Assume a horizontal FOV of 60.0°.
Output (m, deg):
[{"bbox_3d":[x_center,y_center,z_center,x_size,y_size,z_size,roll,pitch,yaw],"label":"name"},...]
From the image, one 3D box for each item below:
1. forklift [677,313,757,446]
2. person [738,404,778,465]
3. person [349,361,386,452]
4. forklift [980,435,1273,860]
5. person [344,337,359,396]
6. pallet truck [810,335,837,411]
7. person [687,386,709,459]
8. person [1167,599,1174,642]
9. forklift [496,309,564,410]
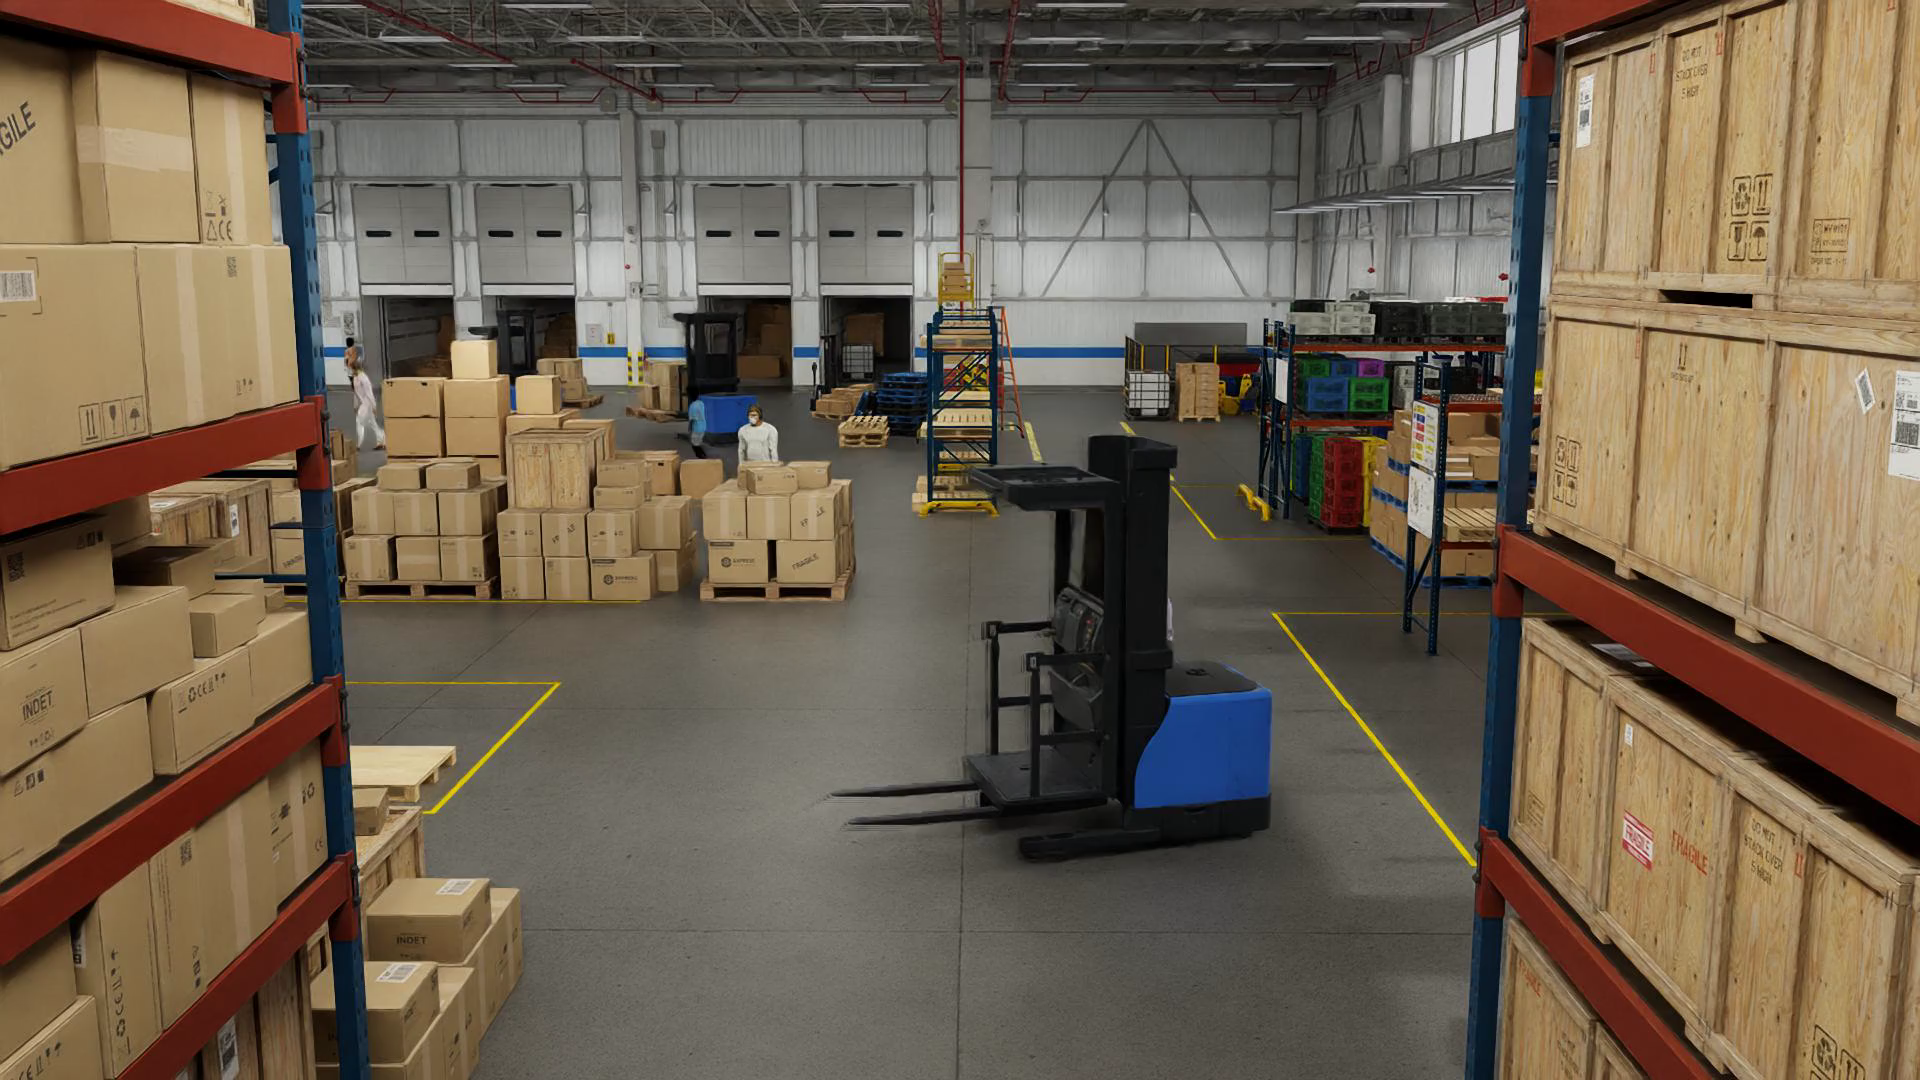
[{"bbox_3d":[-5.244,-3.509,35.948,1.129,2.768,1.873,-7,12,-33],"label":"forklift"},{"bbox_3d":[-2.964,-1.029,24.405,0.628,1.929,0.363,3,10,16],"label":"person"},{"bbox_3d":[-12.394,-2.770,34.532,0.956,1.882,0.651,-6,11,-29],"label":"person"},{"bbox_3d":[1.194,0.678,11.791,1.873,2.768,1.129,-3,10,-15],"label":"forklift"},{"bbox_3d":[-17.566,-5.004,48.004,0.363,1.686,0.537,2,10,11],"label":"person"},{"bbox_3d":[-3.021,-4.312,43.126,1.885,1.965,0.823,3,10,17],"label":"pallet truck"},{"bbox_3d":[-4.902,-2.041,30.956,0.349,1.671,0.521,1,10,7],"label":"person"},{"bbox_3d":[1.318,1.042,12.451,0.584,1.916,0.522,0,10,1],"label":"person"},{"bbox_3d":[-10.113,-3.891,38.150,1.873,2.768,1.129,6,12,31],"label":"forklift"}]
